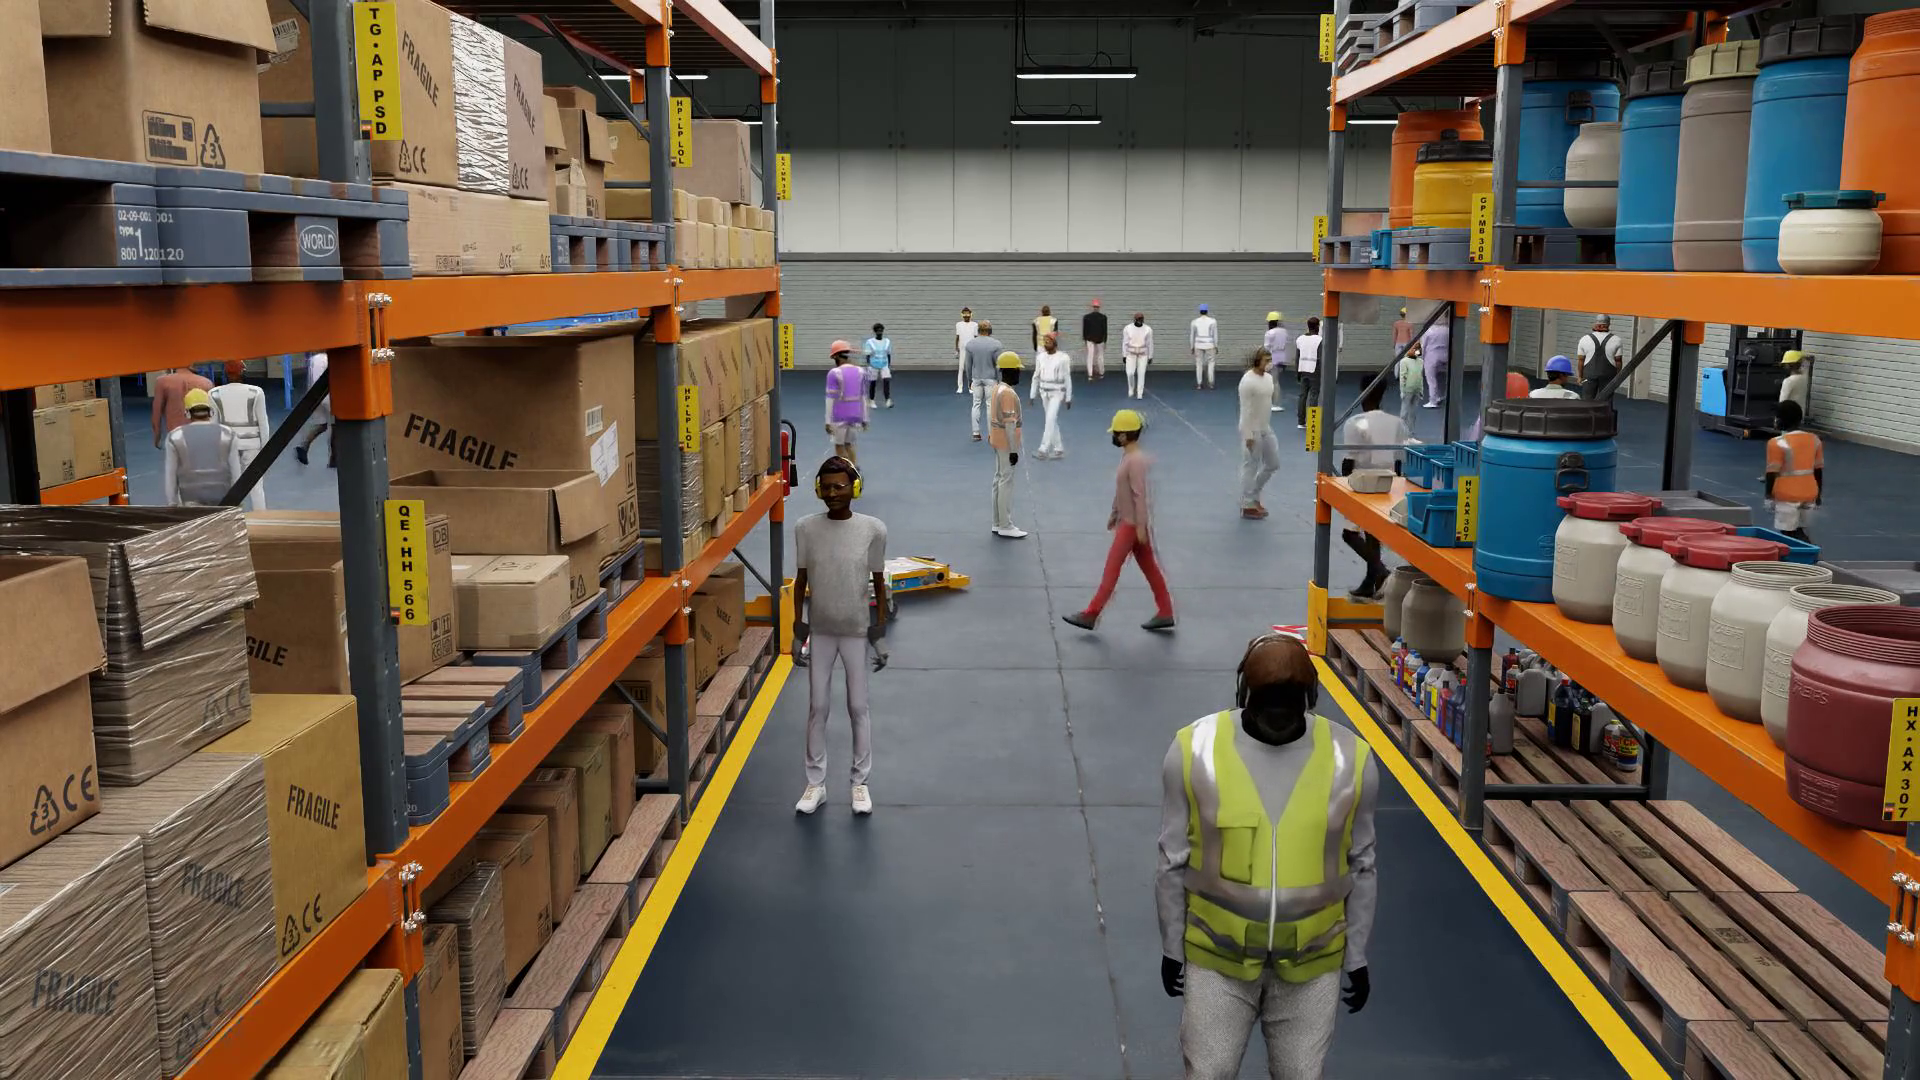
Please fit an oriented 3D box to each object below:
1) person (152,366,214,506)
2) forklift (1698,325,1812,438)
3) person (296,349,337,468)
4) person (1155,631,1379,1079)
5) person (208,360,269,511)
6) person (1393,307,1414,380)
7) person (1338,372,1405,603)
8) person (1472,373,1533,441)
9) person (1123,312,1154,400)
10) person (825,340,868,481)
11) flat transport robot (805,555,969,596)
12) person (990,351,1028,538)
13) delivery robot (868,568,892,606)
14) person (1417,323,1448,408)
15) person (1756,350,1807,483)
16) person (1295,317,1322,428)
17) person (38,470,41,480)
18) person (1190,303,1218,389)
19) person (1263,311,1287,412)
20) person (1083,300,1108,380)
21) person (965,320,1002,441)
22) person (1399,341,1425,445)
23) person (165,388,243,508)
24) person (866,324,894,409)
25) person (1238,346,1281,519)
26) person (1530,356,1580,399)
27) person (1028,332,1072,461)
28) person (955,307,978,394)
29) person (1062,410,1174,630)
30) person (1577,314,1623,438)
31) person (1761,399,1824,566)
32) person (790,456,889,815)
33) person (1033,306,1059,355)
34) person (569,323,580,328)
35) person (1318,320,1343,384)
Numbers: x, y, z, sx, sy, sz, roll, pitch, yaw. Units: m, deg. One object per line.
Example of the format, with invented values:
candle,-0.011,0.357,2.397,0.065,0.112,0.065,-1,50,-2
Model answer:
person,-8.515,-1.162,18.308,0.635,1.937,0.703,-6,11,-33
forklift,13.248,-3.165,27.620,1.129,2.768,1.873,0,9,1
person,-8.844,-1.934,23.053,0.604,1.902,0.726,5,11,29
person,0.860,1.161,4.697,0.622,1.842,0.429,1,10,5
person,-7.471,-0.963,17.275,0.573,1.886,0.356,-2,10,-14
person,10.751,-4.751,40.332,0.526,1.765,0.329,7,12,35
person,3.444,-0.417,13.793,0.620,1.952,0.596,-5,11,-28
person,4.462,-0.396,13.646,0.994,1.961,0.778,8,12,40
person,3.713,-3.839,34.680,0.650,1.822,0.452,1,10,5
person,-1.423,-1.518,20.599,0.597,1.887,0.485,-8,12,-38
flat transport robot,-0.687,0.333,14.469,1.431,0.197,0.652,-7,12,-36
person,0.495,-1.002,17.377,0.357,1.930,0.586,-2,10,-12
delivery robot,-0.807,0.301,13.533,0.477,0.478,0.707,-4,10,-20
person,9.271,-3.547,32.757,0.643,1.884,0.513,-7,12,-36
person,10.618,-1.560,21.297,0.543,1.736,0.744,-8,12,-40
person,6.027,-2.871,28.608,0.376,1.917,0.600,-8,12,-39
person,-5.571,0.388,9.856,0.536,1.673,0.774,0,9,-1
person,5.520,-4.379,37.592,0.643,1.937,0.449,4,10,21
person,5.947,-3.443,32.062,0.778,1.901,0.613,9,13,43
person,3.317,-4.884,40.611,0.620,1.933,1.070,3,10,15
person,0.400,-2.556,26.656,0.635,1.939,0.362,4,10,21
person,7.094,-2.312,26.110,0.501,1.633,0.279,-6,11,-33
person,-6.419,-0.391,14.150,0.595,1.796,0.848,-5,11,-27
person,-1.547,-3.355,32.257,0.553,1.665,0.811,-4,10,-21
person,3.339,-1.200,18.572,0.442,1.925,0.657,7,12,37
person,5.830,-0.837,16.365,0.602,1.939,0.401,9,13,44
person,1.250,-2.061,23.989,0.589,1.836,0.966,8,13,41
person,0.145,-4.149,36.409,0.512,1.873,0.329,0,9,0
person,1.269,-0.147,12.869,0.899,1.711,0.547,0,9,0
person,10.449,-2.674,27.188,0.689,2.000,0.539,4,10,22
person,7.178,-0.371,14.359,0.547,1.672,0.364,-4,10,-21
person,-0.627,0.490,8.618,0.517,1.874,0.328,1,10,5
person,2.073,-4.672,39.693,0.657,1.814,0.771,3,10,15
person,-6.324,-2.667,27.621,0.658,1.839,0.922,6,11,31
person,8.733,-4.606,39.253,0.601,1.831,0.404,1,10,4
